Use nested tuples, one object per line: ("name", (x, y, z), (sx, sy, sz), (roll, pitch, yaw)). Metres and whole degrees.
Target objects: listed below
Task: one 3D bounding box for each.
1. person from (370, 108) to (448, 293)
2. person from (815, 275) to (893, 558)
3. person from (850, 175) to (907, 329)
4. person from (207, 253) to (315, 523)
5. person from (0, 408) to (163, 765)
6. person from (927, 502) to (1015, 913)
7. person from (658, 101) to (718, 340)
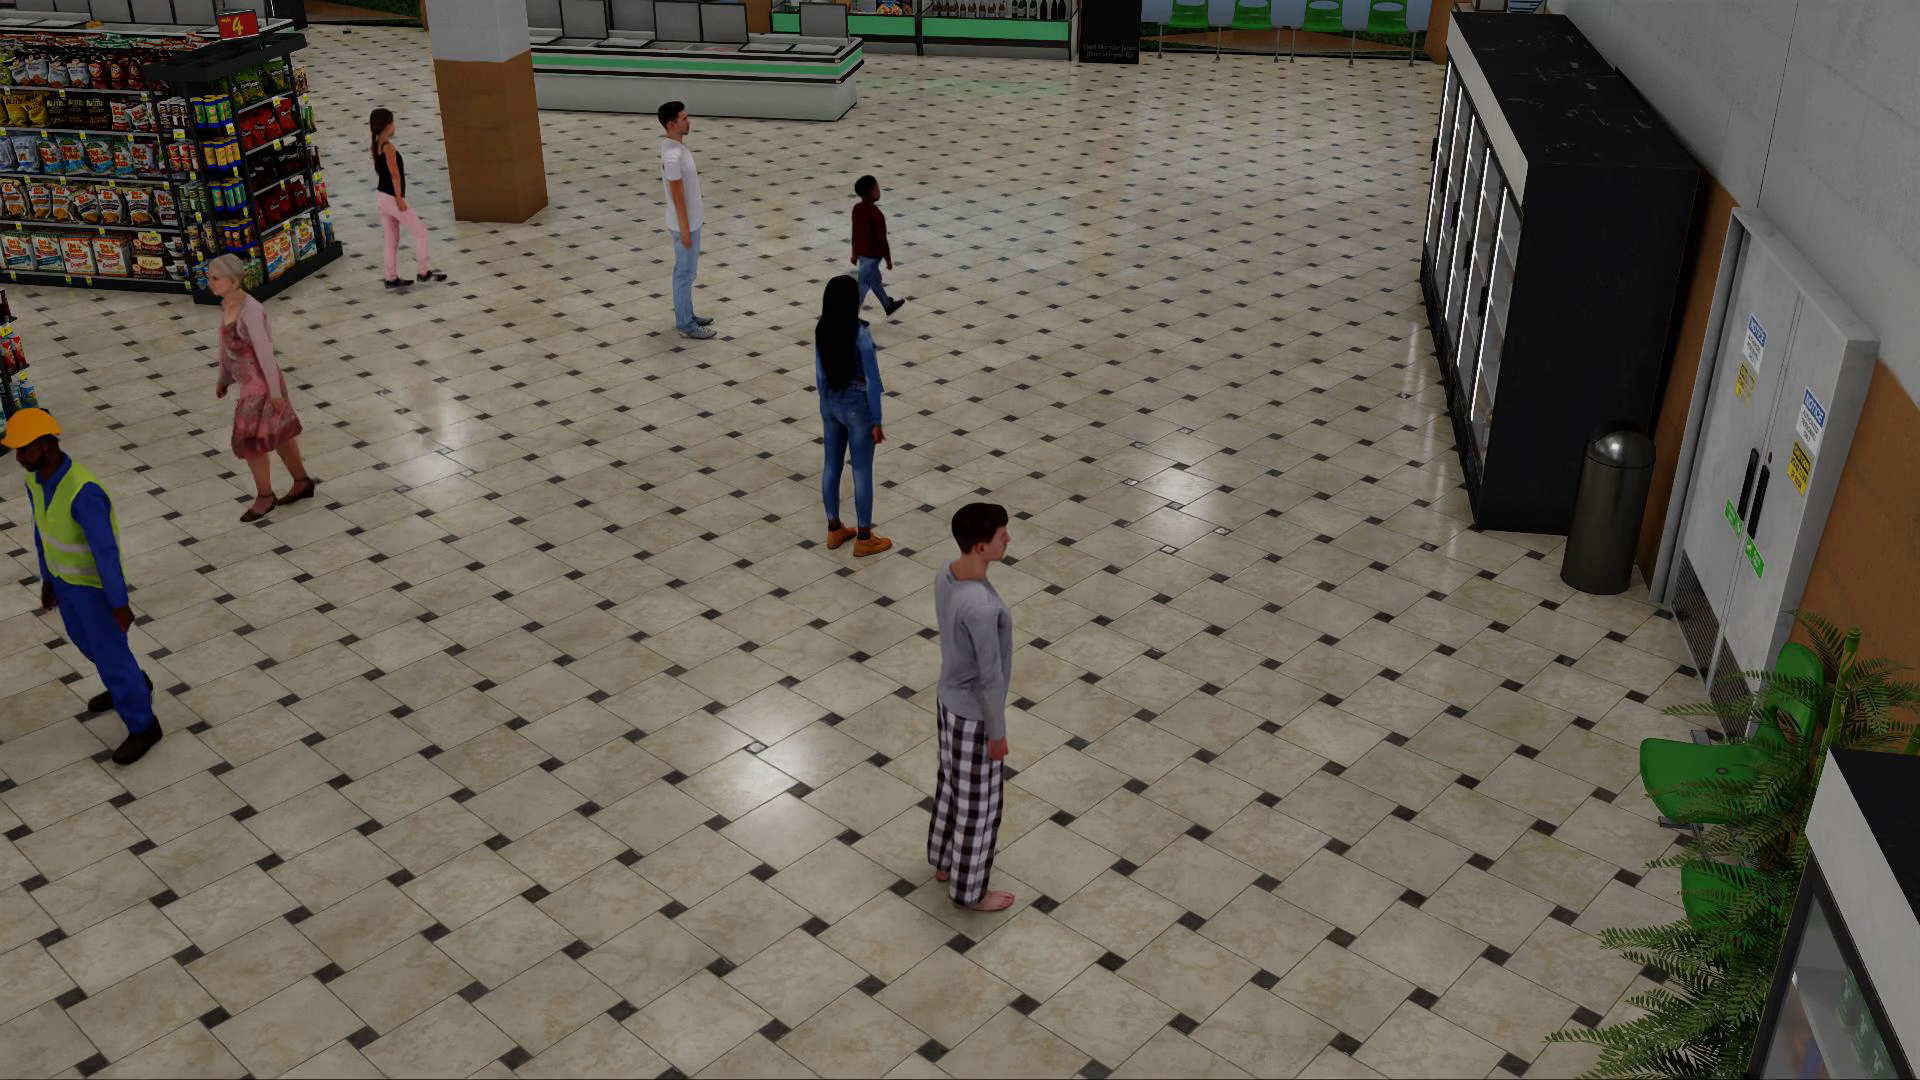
("person", (-4.900, -2.871, 14.187), (0.813, 1.547, 0.788), (-24, 35, -39))
("person", (-0.663, -0.729, 9.780), (0.620, 1.712, 0.737), (20, 33, 34))
("person", (-0.784, -2.291, 13.395), (0.910, 1.229, 0.850), (-17, 32, -31))
("person", (-4.267, -0.979, 10.318), (0.891, 1.673, 0.837), (-19, 32, -33))
("person", (-4.130, 0.187, 7.881), (0.892, 1.797, 1.052), (16, 31, 29))
("person", (0.043, 0.684, 6.845), (0.712, 1.847, 0.712), (-9, 28, -17))
("person", (-2.197, -2.536, 13.174), (0.699, 1.866, 0.747), (-5, 27, -10))
